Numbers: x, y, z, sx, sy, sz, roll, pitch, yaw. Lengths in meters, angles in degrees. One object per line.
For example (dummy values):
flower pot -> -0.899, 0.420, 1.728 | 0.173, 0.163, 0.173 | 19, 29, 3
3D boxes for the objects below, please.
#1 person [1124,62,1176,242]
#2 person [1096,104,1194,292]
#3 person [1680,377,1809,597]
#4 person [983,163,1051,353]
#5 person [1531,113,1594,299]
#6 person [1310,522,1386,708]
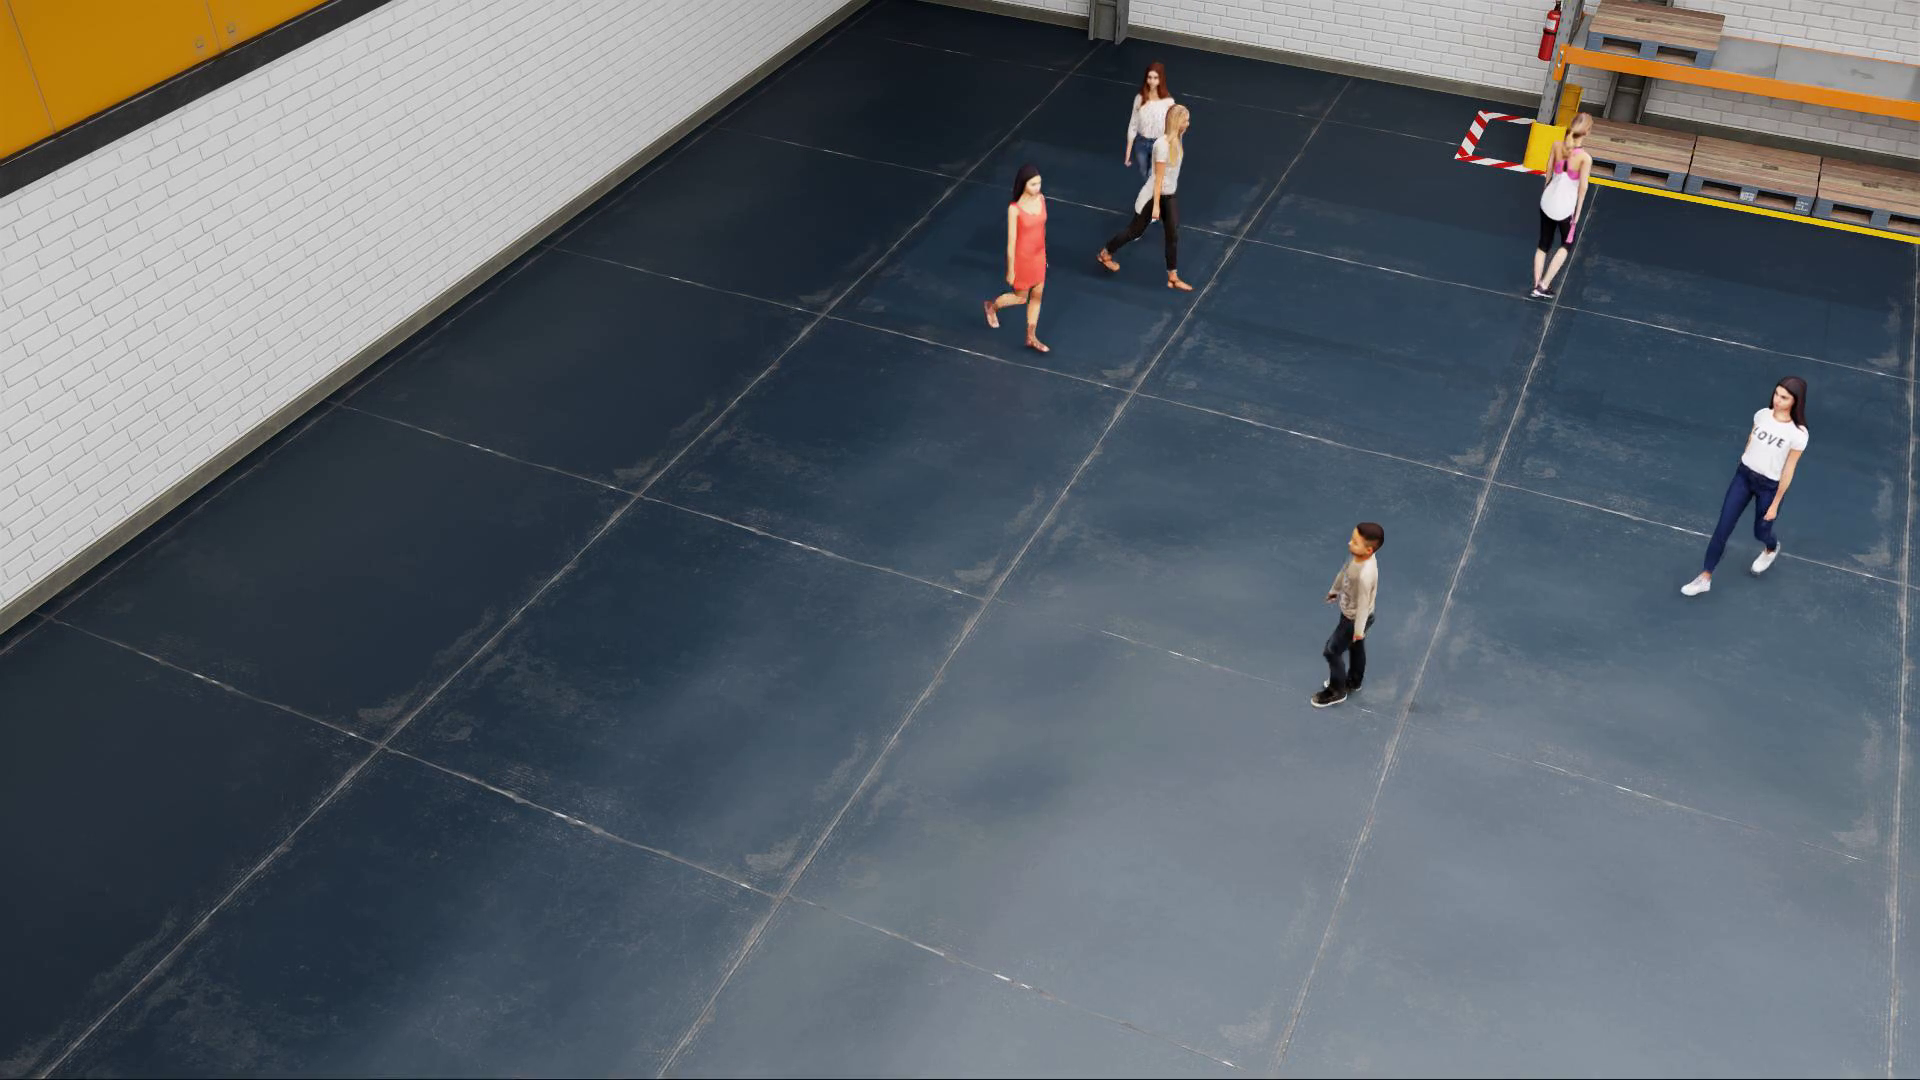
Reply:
person -> 1.854, -3.753, 15.905 | 1.055, 1.684, 0.686 | 18, 42, 22
person -> 1.676, -3.085, 15.001 | 1.198, 1.768, 0.628 | 17, 42, 20
person -> 5.647, -0.371, 11.619 | 1.070, 1.747, 1.132 | -21, 43, -24
person -> 0.510, -2.429, 14.231 | 0.987, 1.705, 0.746 | 29, 47, 31
person -> 5.285, -2.936, 14.805 | 0.789, 1.781, 0.679 | -28, 46, -30
person -> 2.638, 0.472, 10.800 | 0.664, 1.452, 0.639 | 5, 39, 6
